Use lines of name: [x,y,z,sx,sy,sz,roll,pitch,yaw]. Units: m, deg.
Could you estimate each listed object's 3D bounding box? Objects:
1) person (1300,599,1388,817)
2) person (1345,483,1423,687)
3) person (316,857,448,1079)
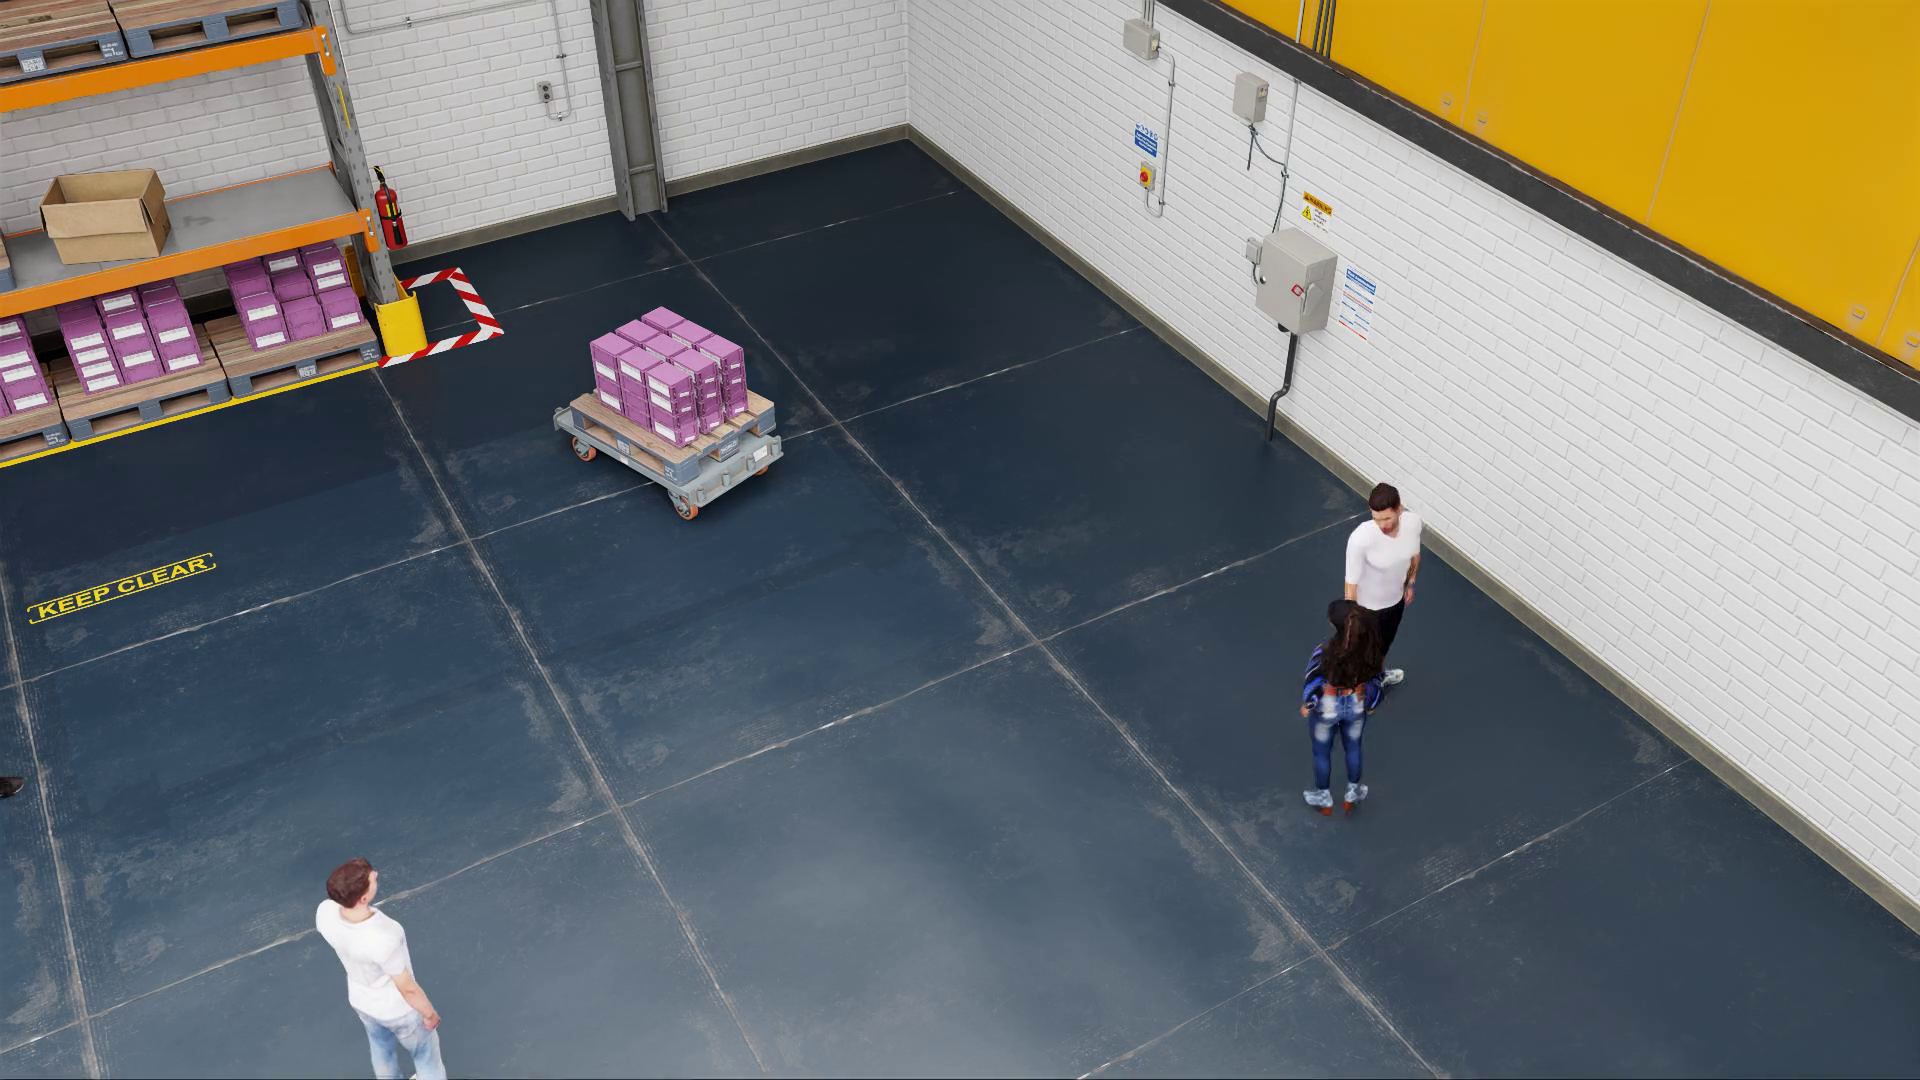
person: [2.215,0.963,9.586,0.635,1.609,0.817,1,39,1]
person: [2.582,0.336,10.201,0.432,1.823,0.933,-28,46,-31]
person: [-2.741,2.175,7.875,0.749,1.851,0.764,19,42,22]
